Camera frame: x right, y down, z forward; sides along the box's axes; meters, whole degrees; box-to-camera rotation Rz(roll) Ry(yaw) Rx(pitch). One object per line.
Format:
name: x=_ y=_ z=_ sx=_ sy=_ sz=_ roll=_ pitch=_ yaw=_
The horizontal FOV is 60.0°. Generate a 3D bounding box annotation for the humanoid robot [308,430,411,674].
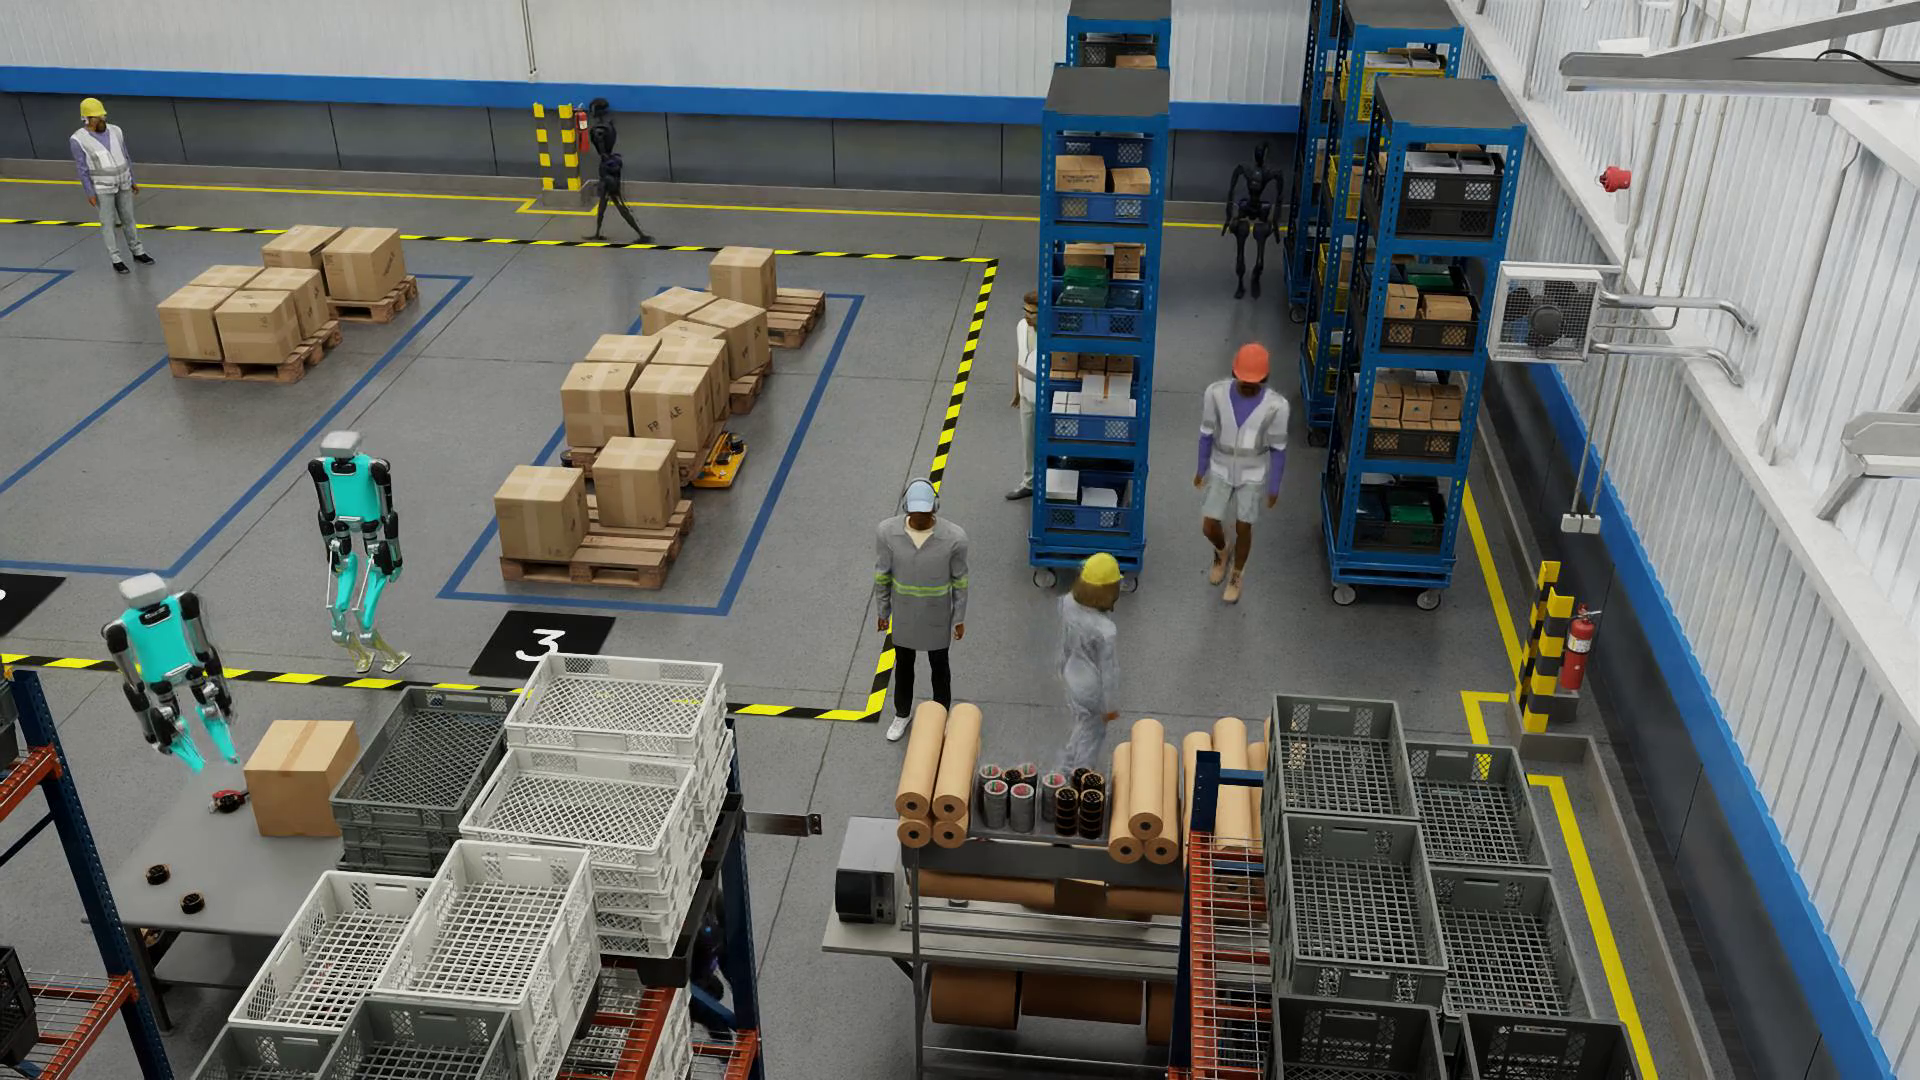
humanoid robot: x=-3.954 y=0.166 z=10.791 sx=0.533 sy=1.681 sz=0.735 roll=3 pitch=30 yaw=6

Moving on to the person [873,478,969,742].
person: x=-0.245 y=0.448 z=10.330 sx=0.591 sy=1.852 sz=0.369 roll=4 pitch=30 yaw=7

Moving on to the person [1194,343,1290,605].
person: x=1.957 y=-0.453 z=11.706 sx=0.633 sy=2.023 sz=0.431 roll=11 pitch=32 yaw=18

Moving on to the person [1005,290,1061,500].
person: x=0.637 y=-1.089 z=12.976 sx=0.374 sy=1.843 sz=0.567 roll=-22 pitch=37 yaw=-32

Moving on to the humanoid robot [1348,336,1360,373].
humanoid robot: x=3.334 y=-1.210 z=13.159 sx=0.533 sy=1.677 sz=0.735 roll=3 pitch=30 yaw=6

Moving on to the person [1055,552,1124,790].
person: x=0.789 y=0.841 z=9.772 sx=0.397 sy=1.721 sz=0.513 roll=-15 pitch=33 yaw=-23

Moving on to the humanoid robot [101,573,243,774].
humanoid robot: x=-4.266 y=1.046 z=9.402 sx=0.776 sy=1.752 sz=0.578 roll=23 pitch=37 yaw=33

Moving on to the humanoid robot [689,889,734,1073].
humanoid robot: x=-1.227 y=2.121 z=7.669 sx=0.783 sy=1.615 sz=0.588 roll=15 pitch=33 yaw=24

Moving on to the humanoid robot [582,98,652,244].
humanoid robot: x=-3.851 y=-4.029 z=18.250 sx=0.789 sy=1.632 sz=0.591 roll=-2 pitch=30 yaw=-4

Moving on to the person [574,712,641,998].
person: x=-1.811 y=1.618 z=8.320 sx=0.510 sy=1.857 sz=0.357 roll=-5 pitch=31 yaw=-9

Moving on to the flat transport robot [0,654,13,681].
flat transport robot: x=-7.142 y=0.969 z=11.010 sx=1.431 sy=0.231 sz=0.659 roll=3 pitch=30 yaw=6

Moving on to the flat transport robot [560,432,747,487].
flat transport robot: x=-2.554 y=-0.707 z=13.861 sx=1.431 sy=0.197 sz=0.652 roll=3 pitch=30 yaw=6

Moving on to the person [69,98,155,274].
person: x=-8.957 y=-3.748 z=17.552 sx=0.404 sy=1.837 sz=0.589 roll=17 pitch=34 yaw=27

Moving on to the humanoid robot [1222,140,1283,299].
humanoid robot: x=2.951 y=-3.229 z=16.813 sx=0.590 sy=1.646 sz=0.343 roll=8 pitch=31 yaw=14
